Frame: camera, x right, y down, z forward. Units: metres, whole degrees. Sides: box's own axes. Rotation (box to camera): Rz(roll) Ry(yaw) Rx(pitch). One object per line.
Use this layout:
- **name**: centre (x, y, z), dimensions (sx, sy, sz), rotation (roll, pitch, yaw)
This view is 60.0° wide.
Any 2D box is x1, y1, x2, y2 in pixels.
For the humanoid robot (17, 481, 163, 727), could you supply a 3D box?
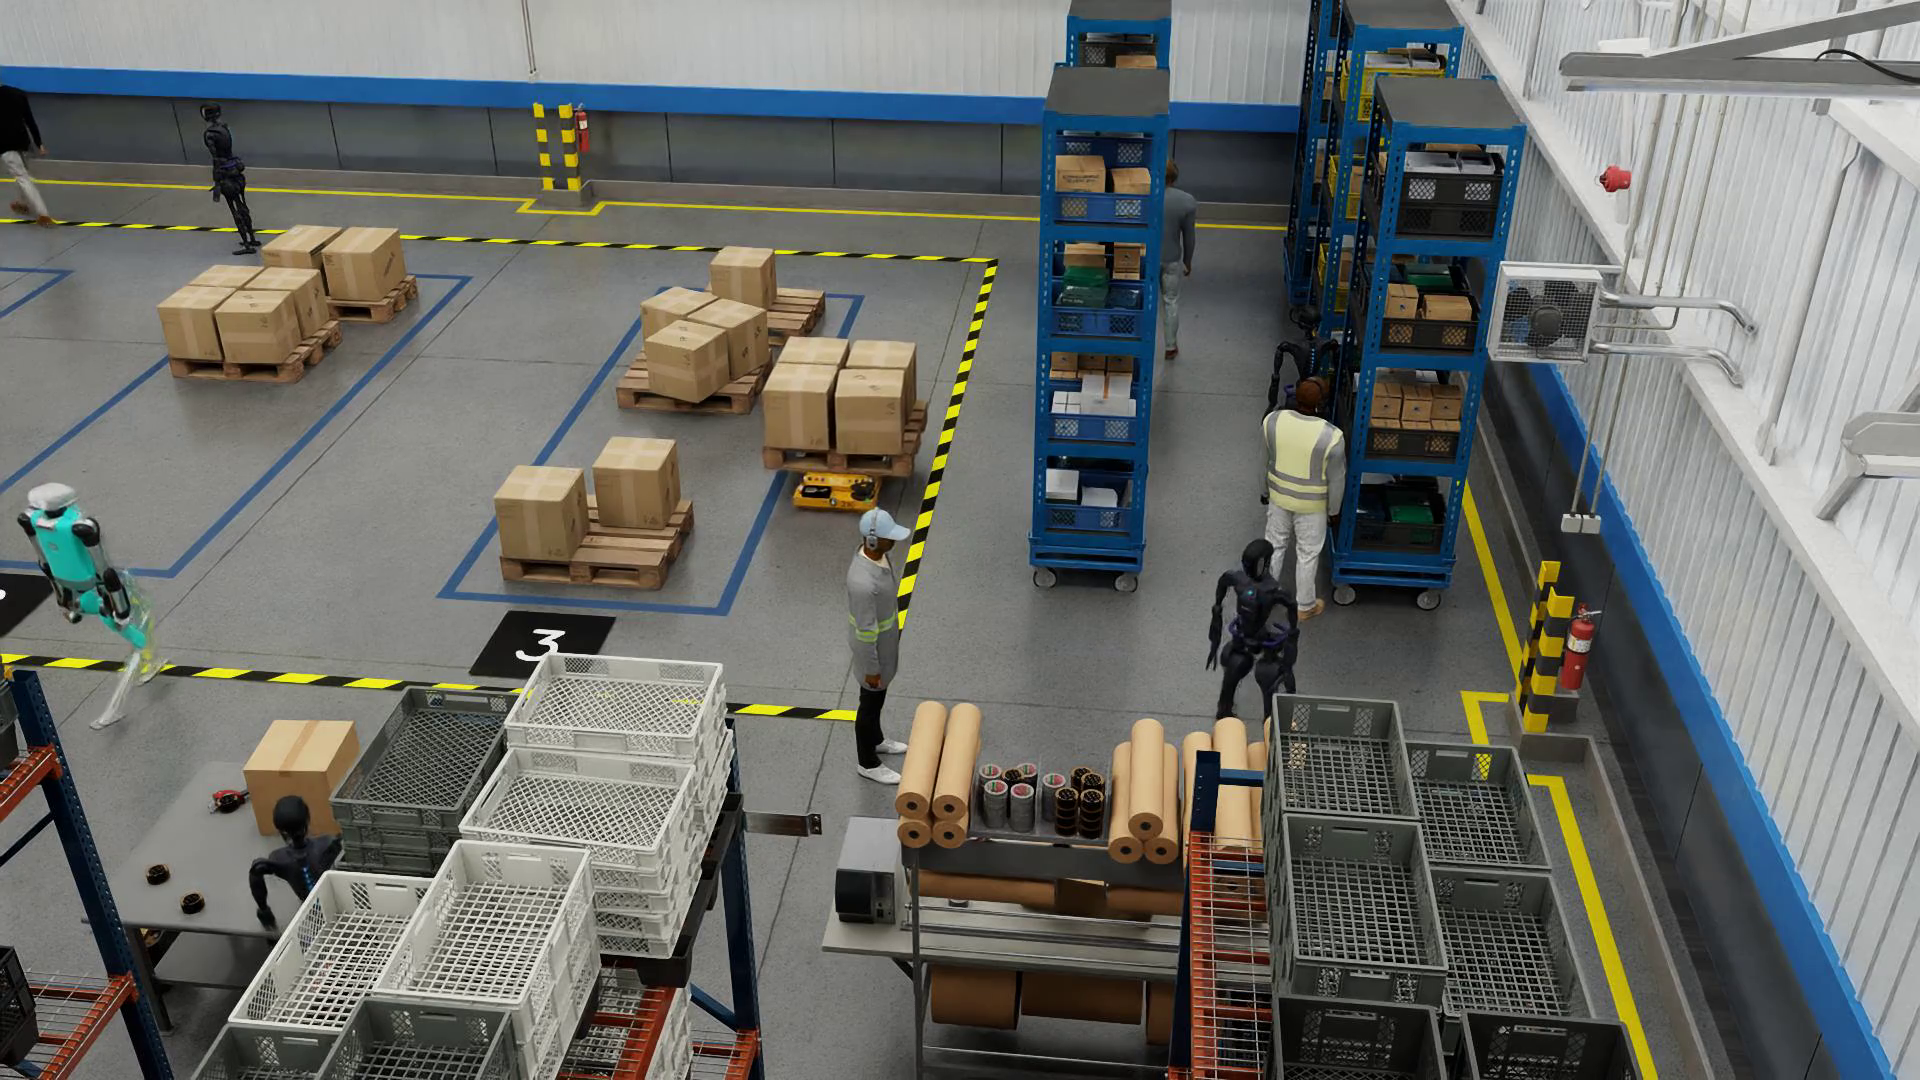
- **humanoid robot**: centre (-5.438, 0.283, 10.681), dimensions (0.534, 1.723, 0.774), rotation (8, 31, 14)

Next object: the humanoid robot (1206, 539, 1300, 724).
- **humanoid robot**: centre (1.787, 0.686, 10.091), dimensions (0.610, 1.637, 0.388), rotation (19, 35, 29)

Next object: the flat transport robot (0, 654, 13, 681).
- **flat transport robot**: centre (-7.142, 0.969, 11.010), dimensions (1.431, 0.231, 0.659), rotation (3, 30, 6)

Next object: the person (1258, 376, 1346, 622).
- **person**: centre (2.378, -0.290, 11.608), dimensions (0.632, 1.842, 0.429), rotation (19, 35, 30)

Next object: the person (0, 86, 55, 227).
- **person**: centre (-10.738, -4.485, 18.834), dimensions (0.997, 1.826, 0.584), rotation (18, 35, 29)

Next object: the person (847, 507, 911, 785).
- **person**: centre (-0.476, 0.621, 10.033), dimensions (0.387, 1.850, 0.598), rotation (3, 30, 5)

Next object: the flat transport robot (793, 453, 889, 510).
- **flat transport robot**: centre (-0.930, -0.691, 13.833), dimensions (0.652, 0.197, 1.431), rotation (3, 30, 6)

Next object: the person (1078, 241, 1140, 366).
- **person**: centre (1.238, -1.617, 13.772), dimensions (0.602, 1.958, 0.368), rotation (-6, 31, -11)

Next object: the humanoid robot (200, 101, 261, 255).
- **humanoid robot**: centre (-7.926, -3.927, 18.001), dimensions (0.315, 1.659, 0.599), rotation (-1, 30, -2)

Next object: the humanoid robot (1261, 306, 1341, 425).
- **humanoid robot**: centre (2.687, -1.053, 13.069), dimensions (0.599, 1.655, 0.315), rotation (-2, 30, -3)

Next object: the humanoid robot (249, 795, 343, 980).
- **humanoid robot**: centre (-3.036, 1.898, 8.015), dimensions (0.589, 1.658, 0.329), rotation (-14, 33, -22)

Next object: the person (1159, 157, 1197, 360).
- **person**: centre (1.859, -2.610, 15.499), dimensions (0.634, 1.936, 0.351), rotation (2, 30, 4)
